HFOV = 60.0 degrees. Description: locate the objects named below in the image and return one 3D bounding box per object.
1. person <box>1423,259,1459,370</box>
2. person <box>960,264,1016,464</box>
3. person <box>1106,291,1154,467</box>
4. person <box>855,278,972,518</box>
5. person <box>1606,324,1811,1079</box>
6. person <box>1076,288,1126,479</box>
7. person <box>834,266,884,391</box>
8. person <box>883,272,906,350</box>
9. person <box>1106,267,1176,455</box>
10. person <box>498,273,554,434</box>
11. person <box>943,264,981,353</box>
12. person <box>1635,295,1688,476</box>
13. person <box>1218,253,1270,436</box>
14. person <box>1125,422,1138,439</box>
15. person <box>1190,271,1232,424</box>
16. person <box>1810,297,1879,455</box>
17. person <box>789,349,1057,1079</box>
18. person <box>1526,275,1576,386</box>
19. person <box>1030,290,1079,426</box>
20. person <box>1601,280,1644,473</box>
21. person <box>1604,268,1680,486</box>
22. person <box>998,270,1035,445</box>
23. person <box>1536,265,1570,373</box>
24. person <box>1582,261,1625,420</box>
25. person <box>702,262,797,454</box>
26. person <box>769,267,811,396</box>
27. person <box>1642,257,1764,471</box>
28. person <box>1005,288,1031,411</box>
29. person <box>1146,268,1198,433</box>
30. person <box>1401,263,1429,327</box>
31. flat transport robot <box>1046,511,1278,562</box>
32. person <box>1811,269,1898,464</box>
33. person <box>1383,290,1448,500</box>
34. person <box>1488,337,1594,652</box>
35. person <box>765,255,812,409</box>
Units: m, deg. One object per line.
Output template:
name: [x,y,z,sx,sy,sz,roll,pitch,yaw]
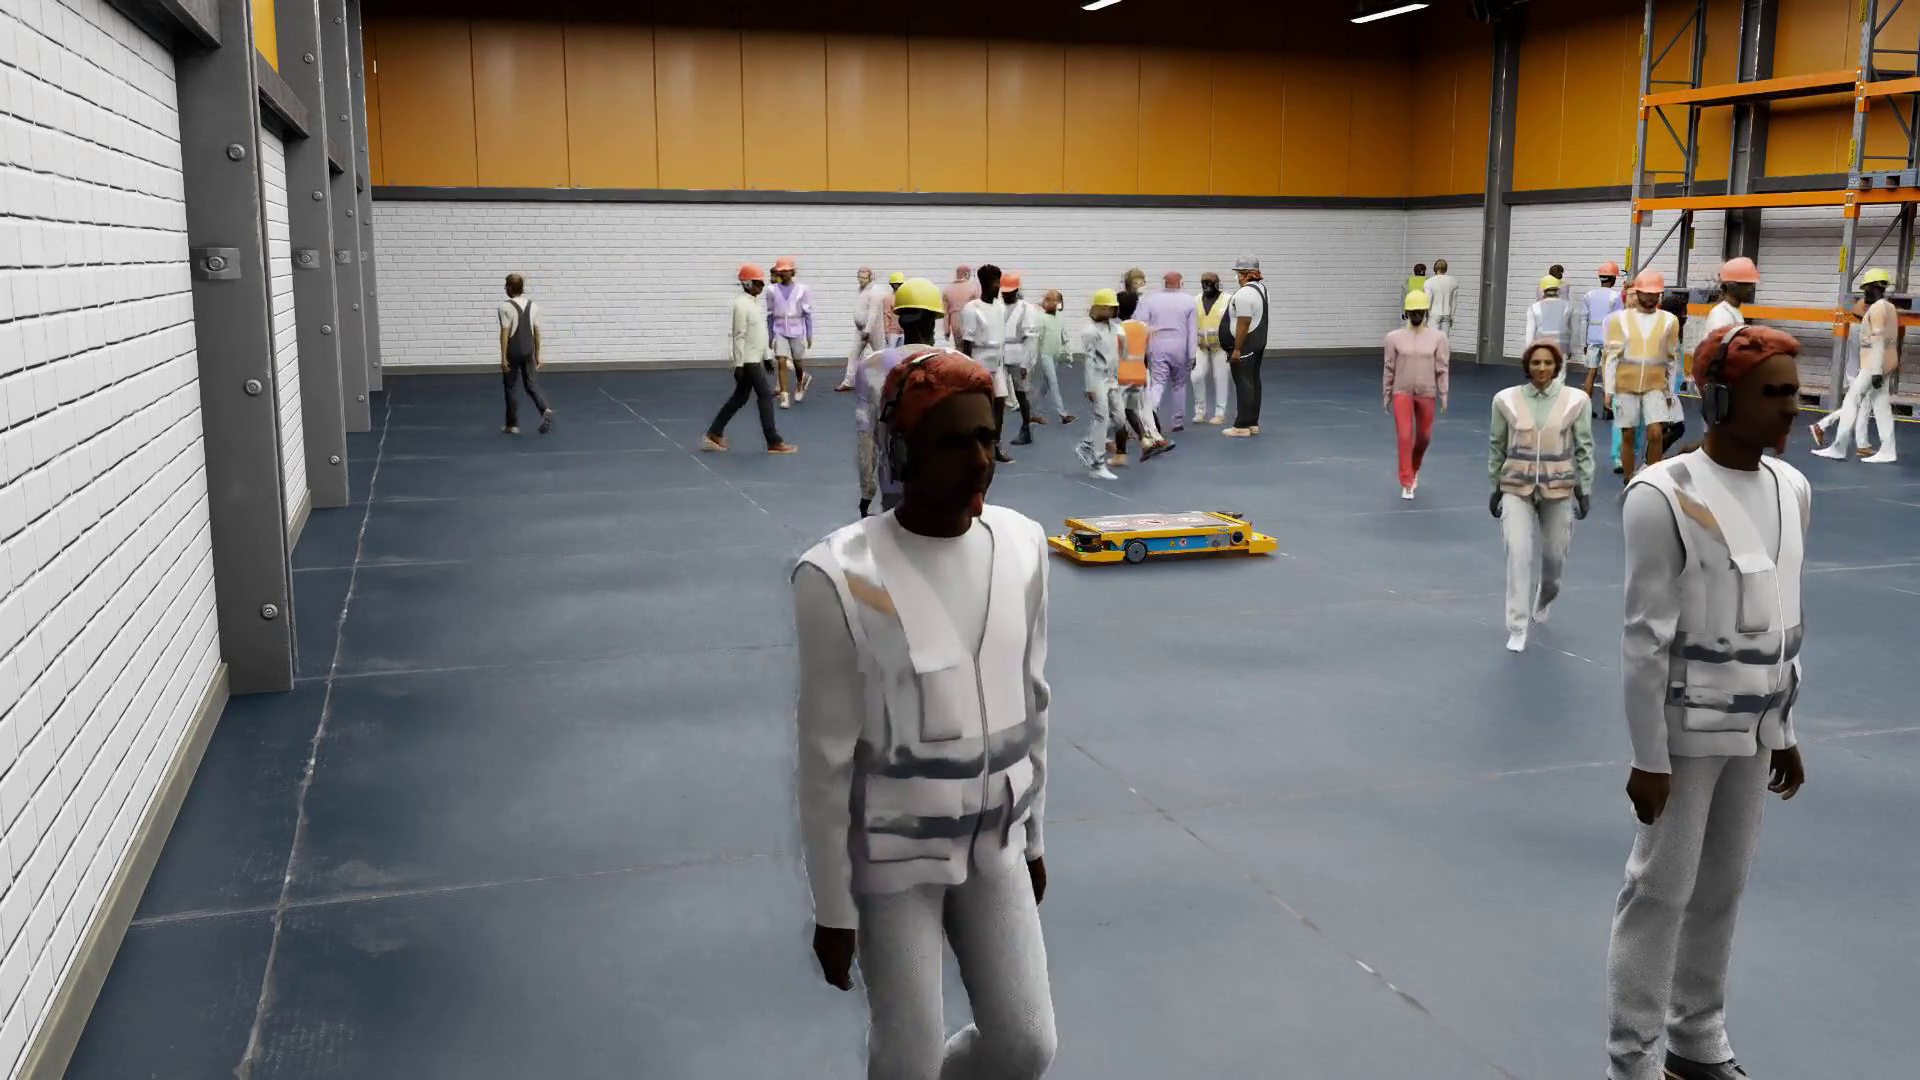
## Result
person: [8.023,-3.732,27.886,0.630,1.940,0.372,-3,10,-18]
person: [0.179,-1.705,16.168,0.745,1.944,0.607,8,12,38]
person: [1.595,-1.527,15.837,0.545,1.682,0.404,-8,12,-38]
person: [-0.199,-0.275,7.924,0.585,1.921,0.383,1,10,3]
person: [1.733,0.452,3.826,0.576,1.883,0.355,-6,12,-32]
person: [1.274,-1.417,15.079,0.433,1.728,0.505,6,12,33]
person: [-1.336,-3.119,24.628,0.980,1.848,0.640,-7,12,-36]
person: [-0.904,-2.976,24.007,0.315,1.769,0.523,8,12,38]
person: [1.756,-1.776,16.708,0.646,1.885,0.995,-9,14,-43]
person: [-4.902,-2.072,18.636,0.802,1.824,0.510,9,13,43]
person: [0.038,-3.194,24.940,0.662,1.883,0.747,6,11,31]
person: [6.082,-1.262,14.332,0.367,1.684,0.536,4,10,20]
person: [3.162,-2.187,18.643,0.537,2.000,0.682,5,11,28]
person: [1.759,-1.923,18.348,0.483,1.618,0.506,7,12,36]
person: [2.981,-2.272,19.783,0.664,1.821,0.535,6,11,31]
person: [9.073,-1.671,16.893,0.640,1.611,0.509,6,11,29]
person: [-0.074,0.581,3.104,0.575,1.873,0.478,-7,12,-37]
person: [7.093,-2.283,19.983,0.593,1.785,0.965,2,10,11]
person: [1.139,-2.126,19.560,0.831,1.587,0.530,8,13,40]
person: [6.292,-1.531,15.585,0.563,1.789,0.995,4,10,20]
person: [5.462,-1.211,13.352,0.556,1.911,0.669,3,10,17]
person: [0.513,-1.887,17.403,0.589,1.870,1.000,5,11,28]
person: [10.079,-3.742,28.224,0.429,1.844,0.625,-7,12,-34]
person: [7.899,-2.439,20.403,0.358,1.938,0.542,-8,13,-40]
person: [-2.199,-1.855,16.982,0.993,1.955,0.610,1,10,4]
person: [-2.468,-2.941,23.553,0.570,1.850,0.542,-1,10,-7]
person: [5.863,-1.188,12.964,0.889,2.016,0.612,6,11,30]
person: [0.704,-2.480,21.618,0.519,1.599,0.852,-4,10,-20]
person: [2.356,-2.133,18.835,0.665,1.876,0.809,3,10,18]
person: [8.731,-4.344,31.718,0.623,1.841,0.430,5,11,28]
flat transport robot: [1.366,-0.035,11.305,1.431,0.197,0.652,-3,10,-17]
person: [8.794,-1.690,16.221,0.859,1.877,0.604,8,12,37]
person: [3.828,-1.241,14.029,0.530,1.737,0.757,1,10,7]
person: [3.035,-0.258,8.721,0.521,1.619,0.700,3,10,19]
person: [-2.262,-2.769,22.099,0.617,2.015,0.893,0,10,3]
